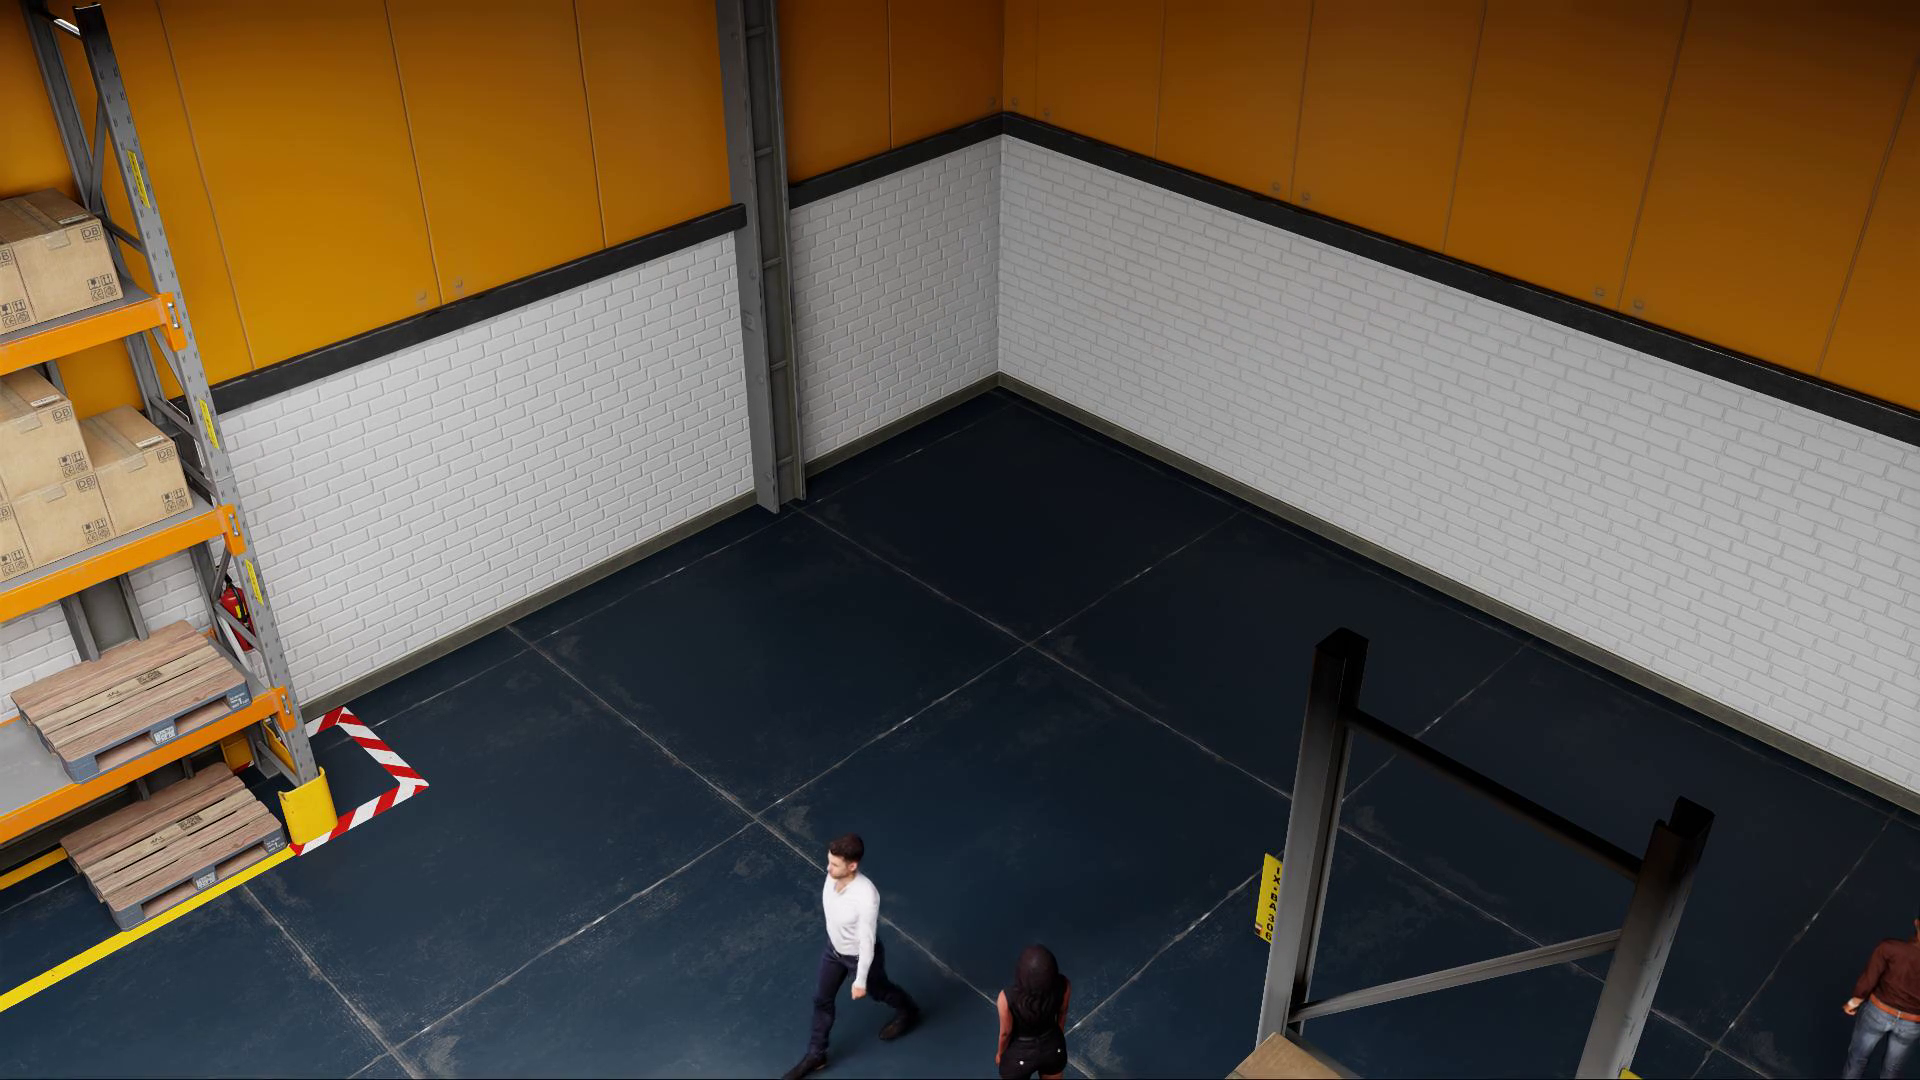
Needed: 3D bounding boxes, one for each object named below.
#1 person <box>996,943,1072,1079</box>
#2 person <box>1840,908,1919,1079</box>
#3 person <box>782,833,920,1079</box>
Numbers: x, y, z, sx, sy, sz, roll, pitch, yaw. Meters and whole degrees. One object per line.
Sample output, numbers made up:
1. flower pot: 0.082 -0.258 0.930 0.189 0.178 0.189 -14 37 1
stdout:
1. person: 0.416 2.928 9.511 0.595 1.738 0.725 -13 36 -18
2. person: 5.445 2.783 9.692 0.709 1.779 0.656 14 36 20
3. person: -0.555 2.472 10.116 1.248 1.829 0.749 -22 39 -29
